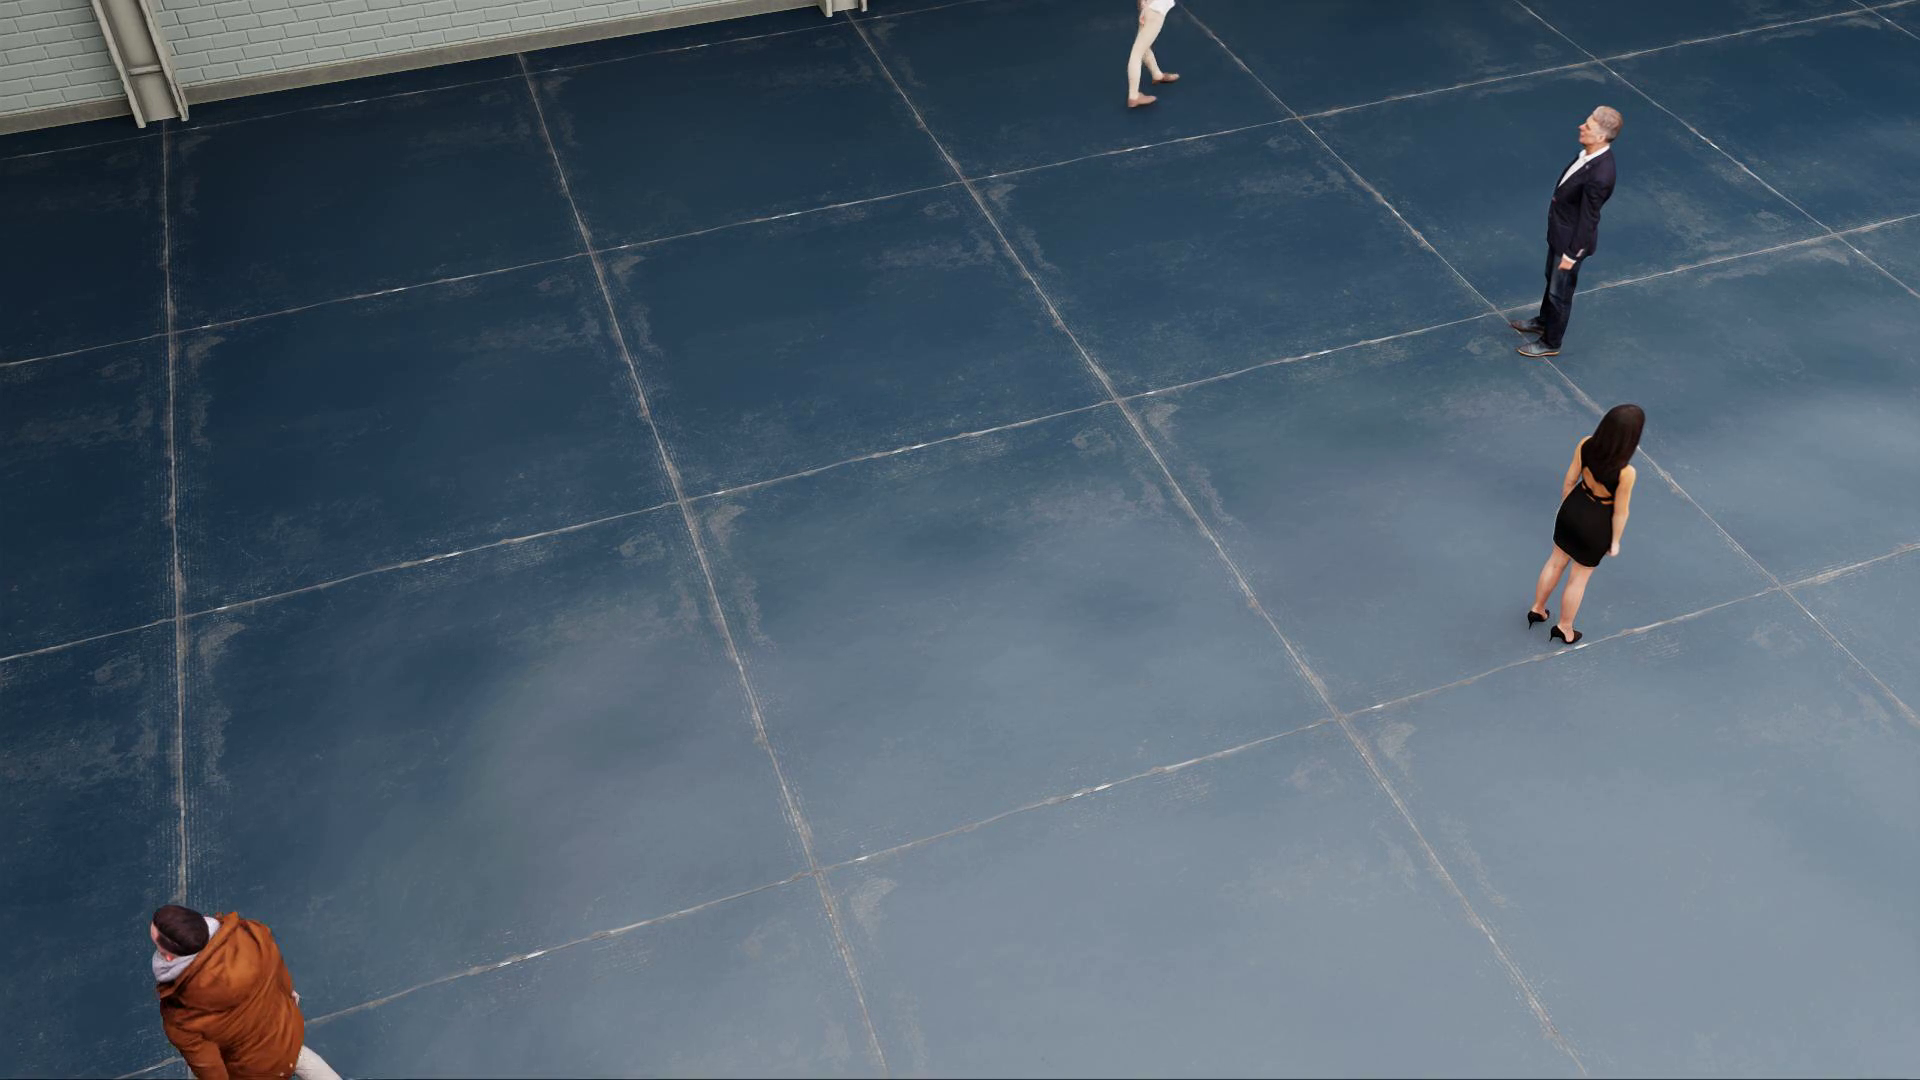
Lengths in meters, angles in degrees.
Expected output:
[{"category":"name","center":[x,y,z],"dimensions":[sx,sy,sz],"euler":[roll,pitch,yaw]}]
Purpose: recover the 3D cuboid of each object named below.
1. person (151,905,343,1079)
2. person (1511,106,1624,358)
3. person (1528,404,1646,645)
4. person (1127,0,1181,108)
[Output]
[{"category":"person","center":[-2.781,2.035,6.698],"dimensions":[1.021,1.825,0.957],"euler":[16,45,16]},{"category":"person","center":[4.085,-2.056,11.086],"dimensions":[0.768,1.815,0.770],"euler":[6,43,7]},{"category":"person","center":[3.417,-0.079,9.091],"dimensions":[0.538,1.650,0.607],"euler":[-22,48,-22]},{"category":"person","center":[1.557,-4.397,13.729],"dimensions":[0.682,1.630,0.816],"euler":[-14,45,-14]}]
